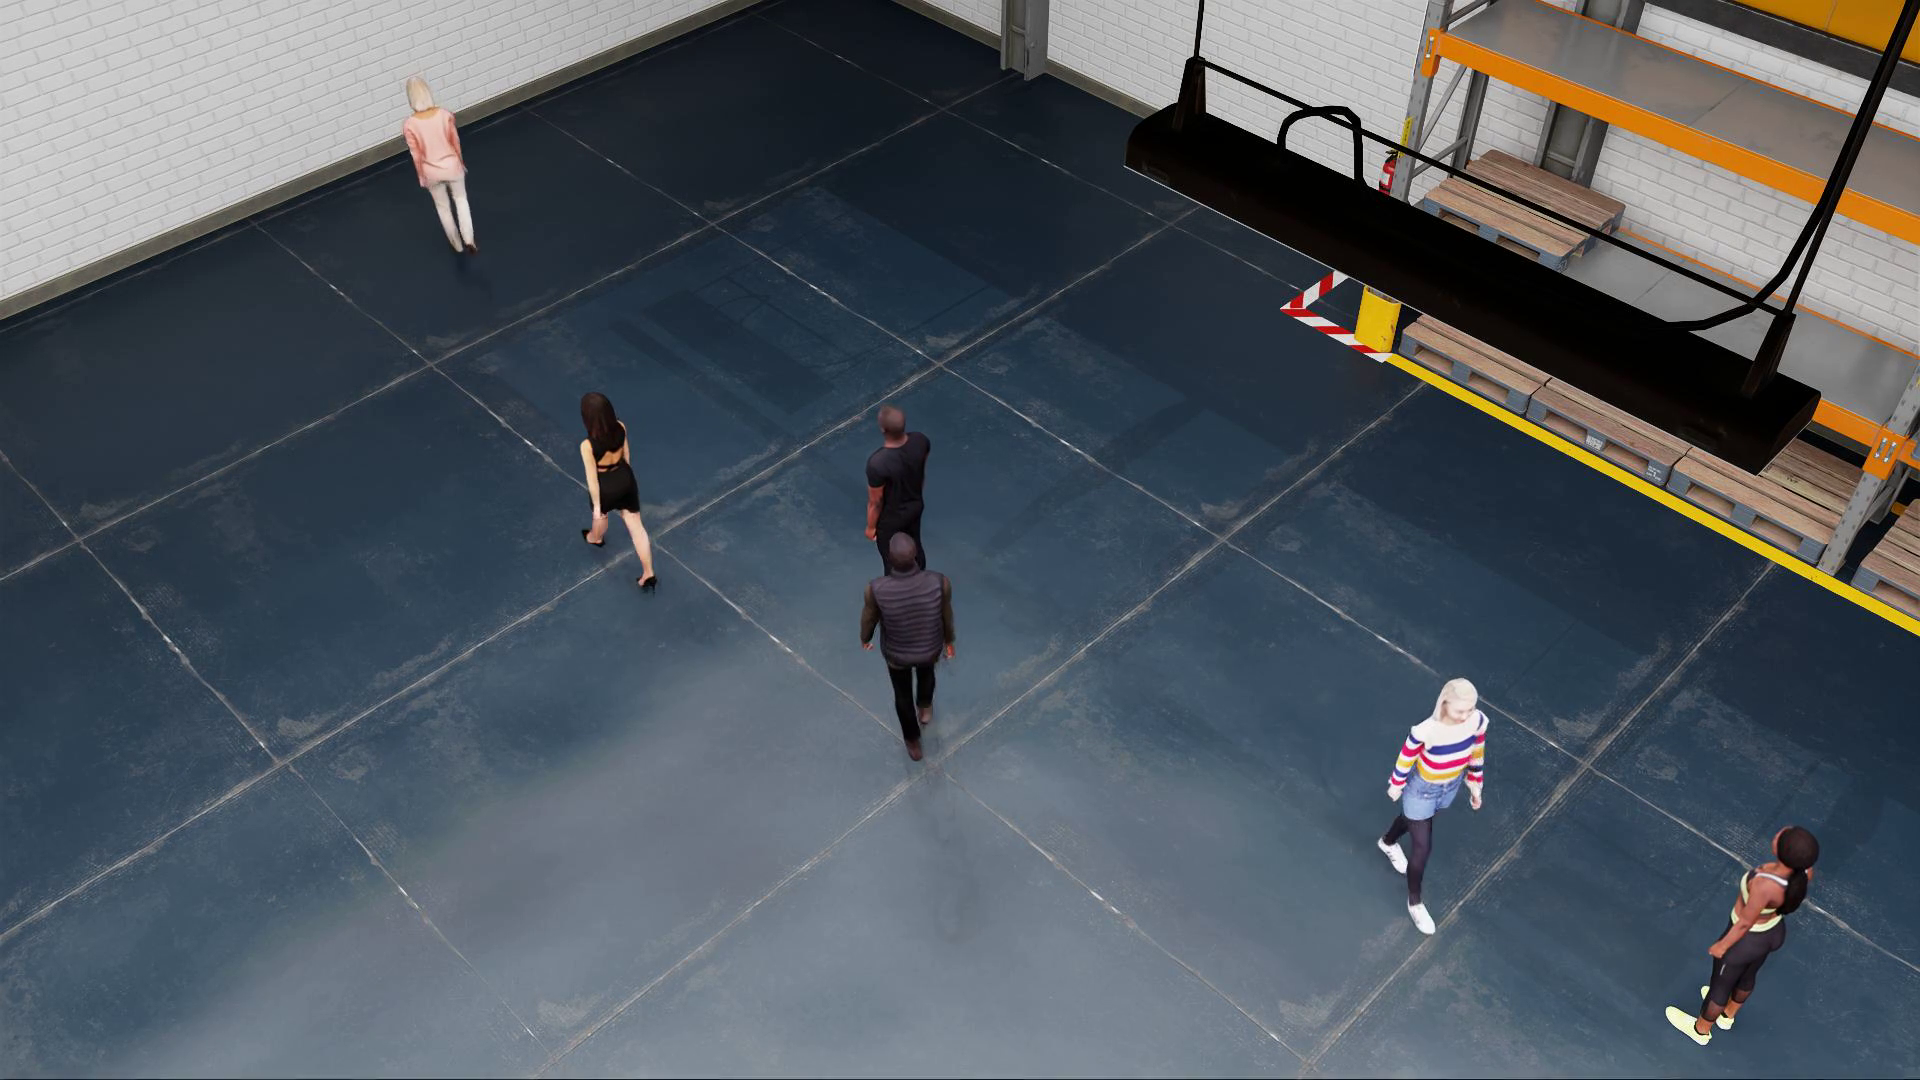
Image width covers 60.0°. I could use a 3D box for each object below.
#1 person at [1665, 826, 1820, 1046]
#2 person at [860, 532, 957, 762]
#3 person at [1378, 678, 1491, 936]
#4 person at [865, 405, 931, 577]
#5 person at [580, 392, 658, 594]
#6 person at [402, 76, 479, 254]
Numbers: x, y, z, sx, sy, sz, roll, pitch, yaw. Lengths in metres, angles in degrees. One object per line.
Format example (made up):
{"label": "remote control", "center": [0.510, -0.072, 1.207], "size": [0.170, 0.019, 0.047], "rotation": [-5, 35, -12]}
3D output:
{"label": "person", "center": [4.212, 2.114, 8.837], "size": [0.626, 1.754, 0.613], "rotation": [-18, 46, -18]}
{"label": "person", "center": [-0.295, 0.714, 10.257], "size": [0.938, 1.822, 0.998], "rotation": [-7, 44, -7]}
{"label": "person", "center": [2.678, 1.358, 9.611], "size": [0.874, 1.780, 1.067], "rotation": [-17, 46, -17]}
{"label": "person", "center": [-0.414, -0.179, 11.196], "size": [0.658, 1.820, 0.547], "rotation": [-33, 53, -30]}
{"label": "person", "center": [-2.328, -0.291, 11.470], "size": [1.036, 1.602, 0.599], "rotation": [34, 53, 30]}
{"label": "person", "center": [-4.482, -3.188, 14.428], "size": [0.746, 1.717, 0.879], "rotation": [-19, 47, -19]}
